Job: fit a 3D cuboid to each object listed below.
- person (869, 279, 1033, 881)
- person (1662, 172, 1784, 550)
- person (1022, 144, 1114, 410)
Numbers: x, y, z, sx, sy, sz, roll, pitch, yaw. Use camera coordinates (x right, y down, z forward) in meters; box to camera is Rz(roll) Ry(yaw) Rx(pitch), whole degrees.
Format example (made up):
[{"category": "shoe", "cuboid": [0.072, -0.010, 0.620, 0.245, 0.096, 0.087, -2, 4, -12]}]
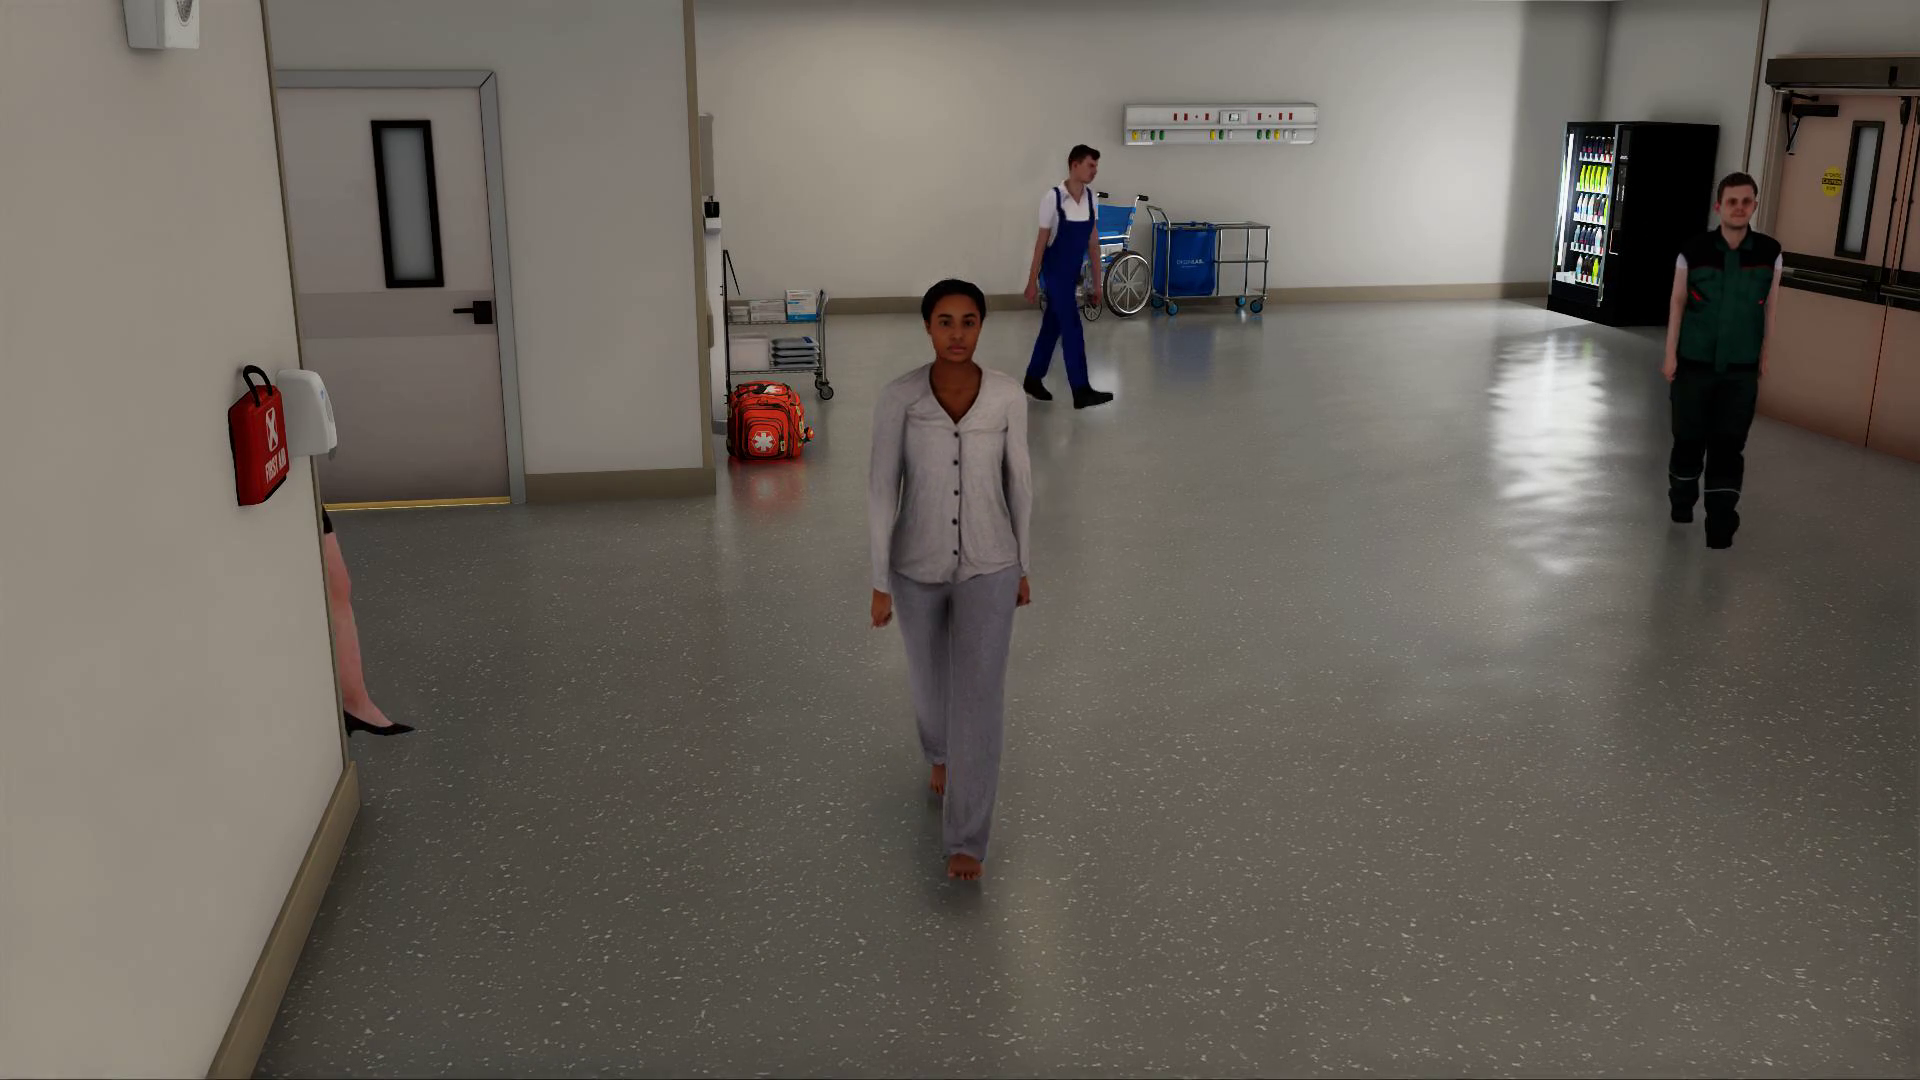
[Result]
[{"category": "person", "cuboid": [-0.035, 0.079, 5.082, 0.781, 1.689, 1.218, 0, 16, -1]}, {"category": "person", "cuboid": [3.746, -0.879, 8.281, 1.014, 1.793, 1.252, 5, 16, 17]}, {"category": "person", "cuboid": [0.650, -1.827, 11.648, 1.024, 1.796, 1.266, -10, 19, -32]}]
